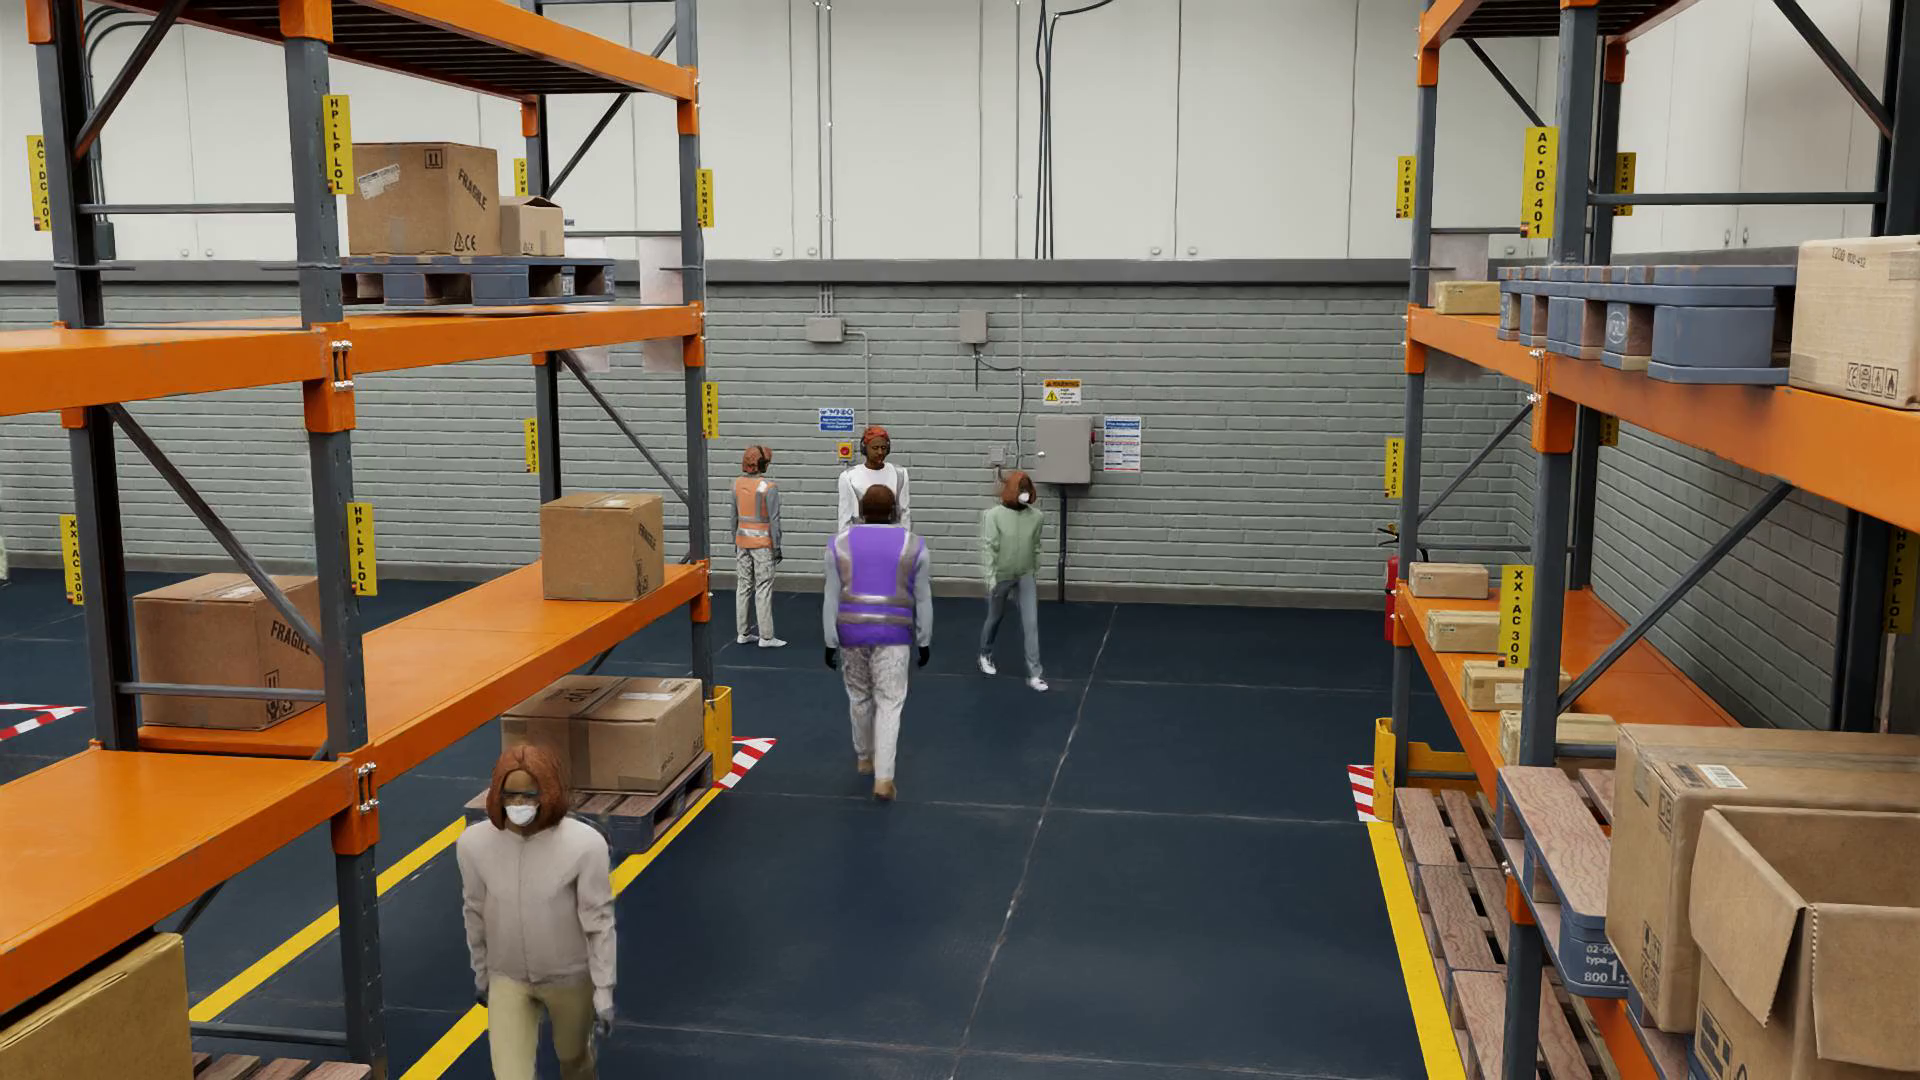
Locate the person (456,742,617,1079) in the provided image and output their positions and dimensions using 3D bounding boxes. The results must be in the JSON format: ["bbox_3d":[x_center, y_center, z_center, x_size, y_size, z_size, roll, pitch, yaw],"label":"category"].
[{"bbox_3d":[-1.332,1.396,5.310,0.508,1.577,0.922,0,9,-2],"label":"person"}]

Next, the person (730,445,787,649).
[{"bbox_3d":[-1.636,0.054,13.396,0.523,1.638,0.310,7,12,38],"label":"person"}]

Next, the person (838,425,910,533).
[{"bbox_3d":[-0.647,0.069,12.597,0.568,1.879,0.350,-4,10,-25],"label":"person"}]

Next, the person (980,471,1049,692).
[{"bbox_3d":[0.374,0.267,12.248,0.505,1.588,0.880,-4,10,-21],"label":"person"}]

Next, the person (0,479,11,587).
[{"bbox_3d":[-9.422,-0.406,15.921,0.577,1.737,0.354,4,10,21],"label":"person"}]

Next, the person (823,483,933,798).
[{"bbox_3d":[-0.483,0.577,9.729,0.641,1.799,0.896,0,9,2],"label":"person"}]
